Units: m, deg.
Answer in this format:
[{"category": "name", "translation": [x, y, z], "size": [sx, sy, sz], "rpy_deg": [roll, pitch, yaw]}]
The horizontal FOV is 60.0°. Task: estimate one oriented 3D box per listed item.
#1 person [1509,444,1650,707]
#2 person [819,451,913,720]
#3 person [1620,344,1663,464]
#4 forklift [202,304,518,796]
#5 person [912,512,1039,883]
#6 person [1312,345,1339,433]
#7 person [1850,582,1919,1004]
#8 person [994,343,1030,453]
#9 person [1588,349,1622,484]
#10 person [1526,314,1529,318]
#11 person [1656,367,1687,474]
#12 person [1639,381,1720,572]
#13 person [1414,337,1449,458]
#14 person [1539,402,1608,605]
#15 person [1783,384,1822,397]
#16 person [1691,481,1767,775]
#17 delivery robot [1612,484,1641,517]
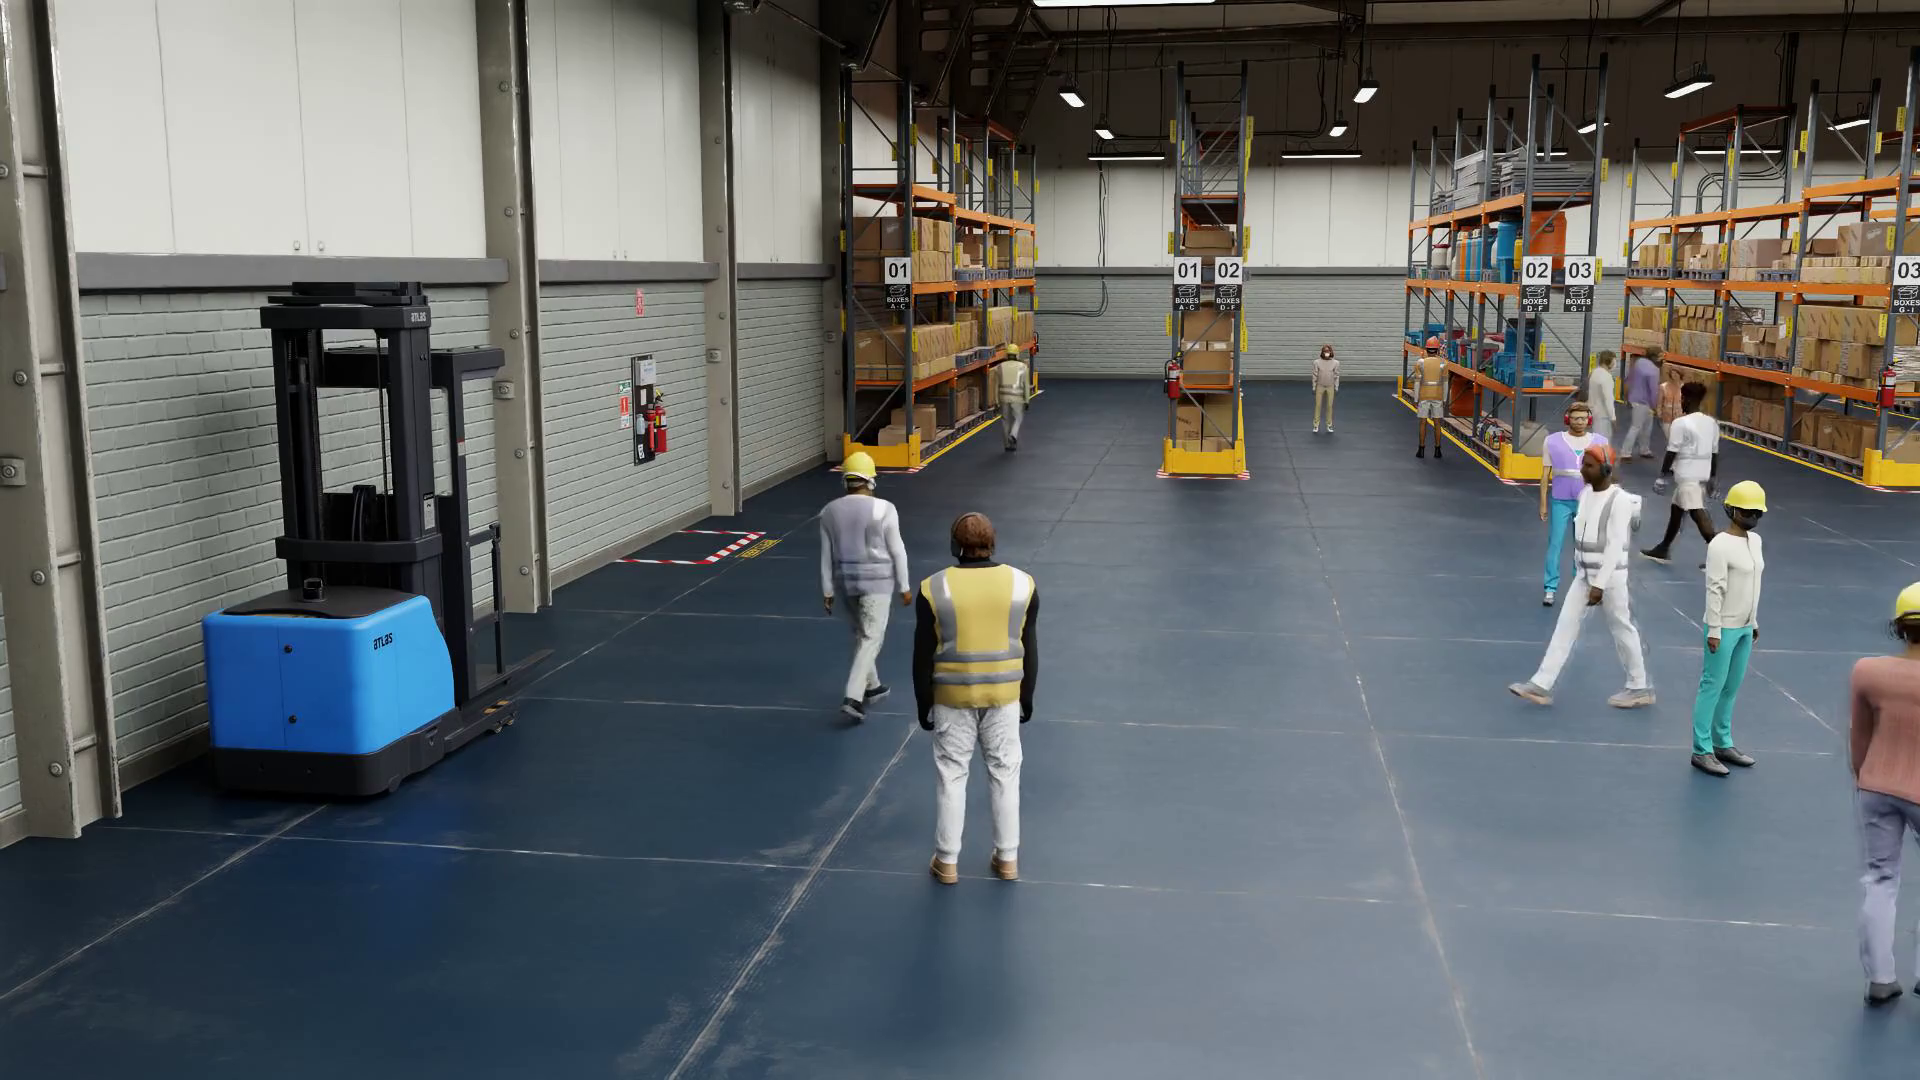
[{"category": "person", "translation": [4.353, 0.259, 11.430], "size": [1.001, 1.831, 0.582], "rpy_deg": [-2, 9, -14]}, {"category": "person", "translation": [-0.657, 0.294, 11.309], "size": [0.594, 1.799, 0.873], "rpy_deg": [5, 11, 29]}, {"category": "person", "translation": [10.715, -2.122, 25.949], "size": [0.719, 1.882, 0.712], "rpy_deg": [1, 9, 6]}, {"category": "forklift", "translation": [-3.673, -0.038, 10.147], "size": [1.129, 2.768, 1.873], "rpy_deg": [1, 9, 9]}, {"category": "person", "translation": [0.073, 0.774, 8.238], "size": [0.630, 1.836, 0.429], "rpy_deg": [-2, 9, -10]}, {"category": "person", "translation": [6.816, -2.822, 31.023], "size": [0.499, 1.634, 0.279], "rpy_deg": [1, 9, 6]}, {"category": "person", "translation": [3.917, 1.038, 6.844], "size": [0.467, 1.748, 0.536], "rpy_deg": [-7, 12, -38]}, {"category": "person", "translation": [0.840, -2.325, 27.405], "size": [0.613, 1.811, 0.615], "rpy_deg": [2, 10, 14]}, {"category": "person", "translation": [8.990, -1.736, 23.483], "size": [0.737, 1.916, 0.646], "rpy_deg": [2, 9, 10]}, {"category": "person", "translation": [13.653, -4.509, 40.350], "size": [0.614, 1.986, 0.407], "rpy_deg": [-4, 10, -22]}, {"category": "person", "translation": [10.669, -1.793, 24.821], "size": [0.495, 1.583, 0.906], "rpy_deg": [6, 11, 35]}, {"category": "person", "translation": [7.409, -0.653, 16.837], "size": [0.606, 1.908, 1.054], "rpy_deg": [-6, 11, -35]}, {"category": "person", "translation": [7.615, -2.307, 26.914], "size": [0.542, 1.938, 0.357], "rpy_deg": [2, 9, 11]}, {"category": "person", "translation": [5.526, -0.331, 15.013], "size": [0.569, 1.840, 0.377], "rpy_deg": [2, 9, 10]}, {"category": "person", "translation": [20.105, -4.321, 39.803], "size": [0.978, 1.795, 0.620], "rpy_deg": [7, 12, 37]}, {"category": "person", "translation": [4.667, 0.517, 10.025], "size": [0.535, 1.766, 0.310], "rpy_deg": [-7, 12, -38]}, {"category": "delivery robot", "translation": [7.572, -0.406, 19.285], "size": [0.707, 0.478, 0.477], "rpy_deg": [-6, 11, -34]}]
